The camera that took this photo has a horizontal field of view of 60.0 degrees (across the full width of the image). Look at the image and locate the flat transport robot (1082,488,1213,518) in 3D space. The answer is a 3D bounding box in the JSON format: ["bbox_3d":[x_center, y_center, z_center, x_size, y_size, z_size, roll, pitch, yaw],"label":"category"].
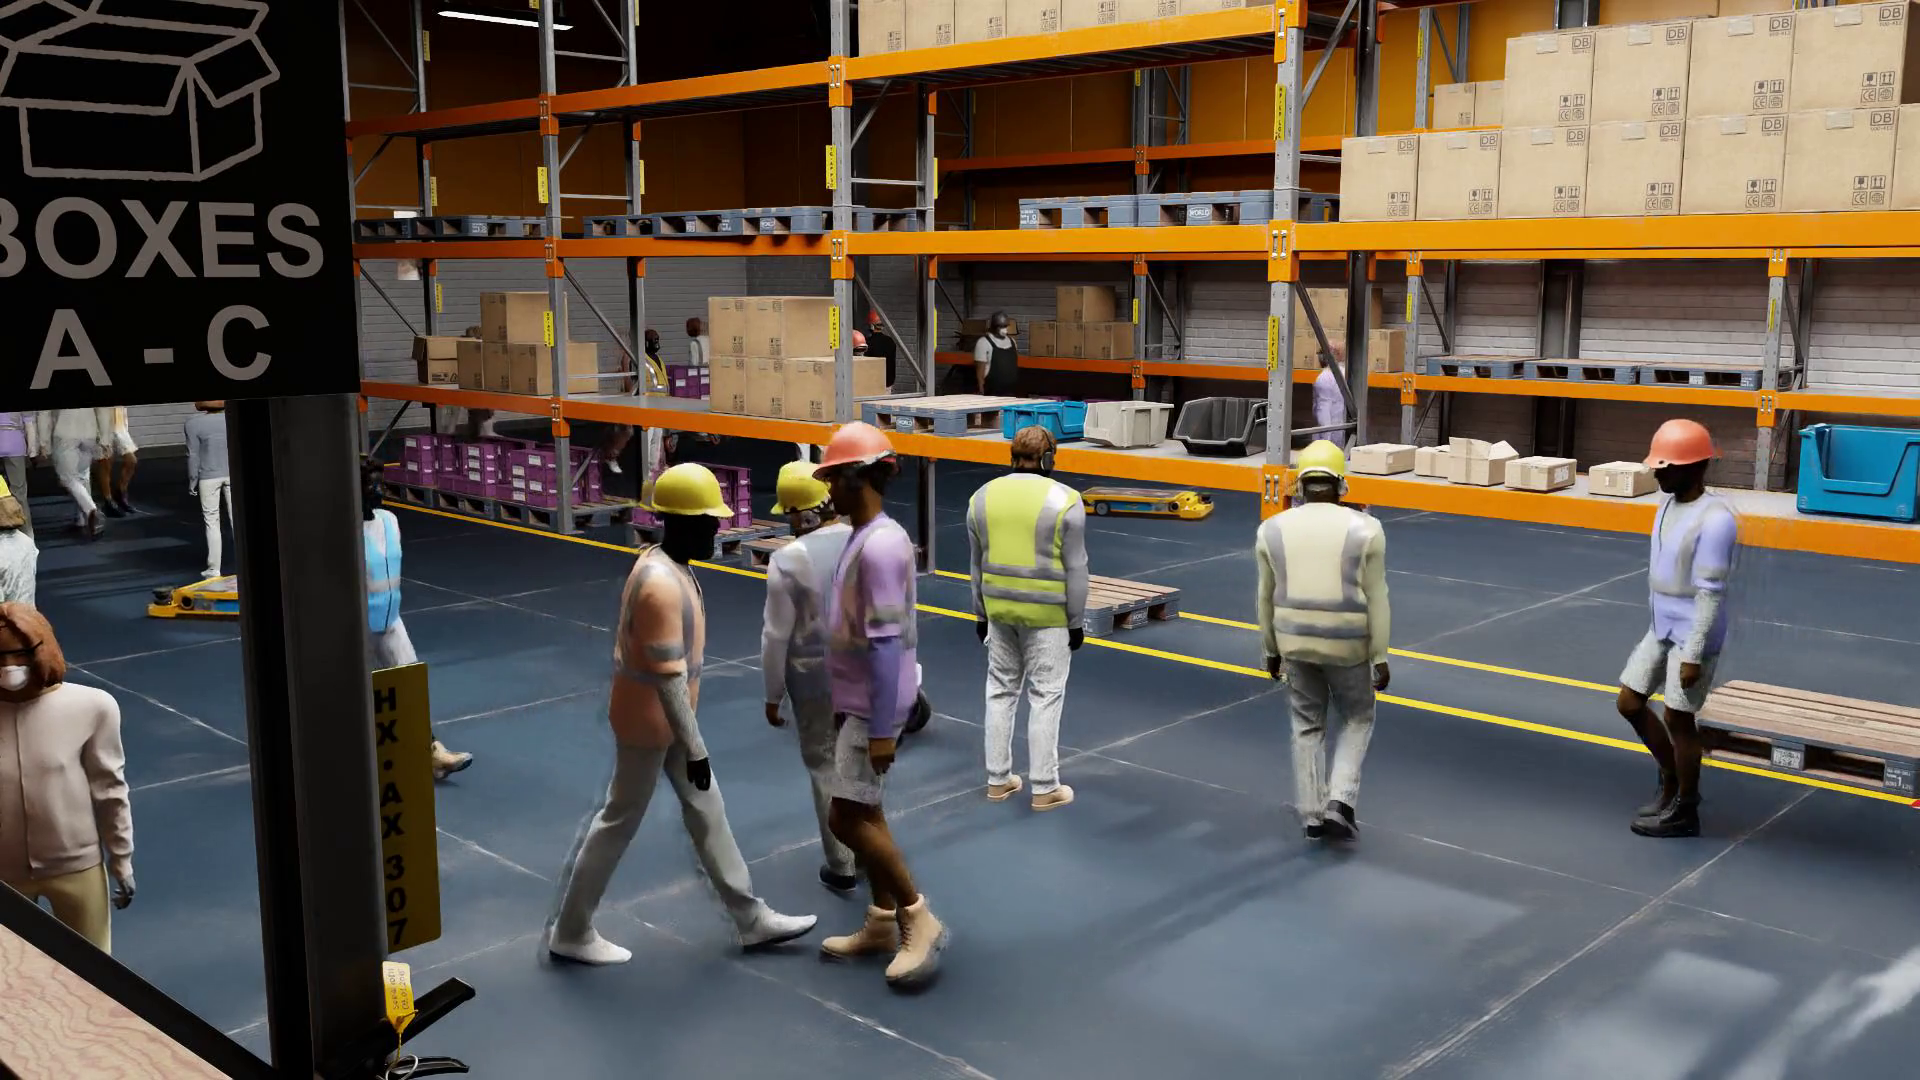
[{"bbox_3d":[1.878,-0.402,17.388,1.431,0.197,0.652,3,10,20],"label":"flat transport robot"}]

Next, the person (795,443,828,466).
[{"bbox_3d":[-1.713,-1.425,18.861,0.624,1.845,0.430,-4,10,-24],"label":"person"}]

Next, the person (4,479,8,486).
[{"bbox_3d":[-11.719,-1.500,19.392,0.962,1.830,0.535,-6,11,-34],"label":"person"}]

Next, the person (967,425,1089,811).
[{"bbox_3d":[0.333,0.367,7.947,0.618,1.830,0.430,6,11,33],"label":"person"}]

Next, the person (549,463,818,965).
[{"bbox_3d":[-1.060,0.651,6.062,1.006,1.865,0.601,0,9,-3],"label":"person"}]

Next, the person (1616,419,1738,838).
[{"bbox_3d":[3.168,0.414,7.358,0.454,1.910,0.577,-1,9,-4],"label":"person"}]

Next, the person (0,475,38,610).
[{"bbox_3d":[-4.078,0.547,7.086,0.313,1.738,0.483,-1,9,-8],"label":"person"}]

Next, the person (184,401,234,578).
[{"bbox_3d":[-6.152,-0.497,13.812,0.506,1.633,0.266,-9,13,-43],"label":"person"}]

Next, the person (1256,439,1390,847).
[{"bbox_3d":[1.611,0.463,7.373,0.609,1.807,0.430,5,10,26],"label":"person"}]

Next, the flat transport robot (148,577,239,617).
[{"bbox_3d":[-5.166,0.423,12.330,1.431,0.197,0.652,1,9,7],"label":"flat transport robot"}]

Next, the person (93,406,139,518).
[{"bbox_3d":[-8.721,-1.161,17.024,0.427,1.909,0.553,4,10,24],"label":"person"}]

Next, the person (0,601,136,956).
[{"bbox_3d":[-2.666,0.973,4.815,0.503,1.627,0.270,-4,10,-24],"label":"person"}]

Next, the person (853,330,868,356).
[{"bbox_3d":[-0.978,-0.959,15.530,0.375,1.995,0.611,7,12,38],"label":"person"}]

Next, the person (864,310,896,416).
[{"bbox_3d":[-1.134,-2.141,22.774,0.611,1.997,0.375,-9,13,-43],"label":"person"}]

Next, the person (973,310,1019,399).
[{"bbox_3d":[0.488,-2.131,22.575,0.691,2.000,0.781,-6,11,-33],"label":"person"}]

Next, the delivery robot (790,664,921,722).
[{"bbox_3d":[-0.583,0.775,9.018,0.707,0.478,0.477,3,10,17],"label":"delivery robot"}]

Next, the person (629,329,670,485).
[{"bbox_3d":[-3.677,-1.585,19.841,0.429,1.843,0.633,3,10,15],"label":"person"}]

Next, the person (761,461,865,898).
[{"bbox_3d":[-0.553,0.560,6.826,0.619,1.795,0.506,-6,11,-33],"label":"person"}]

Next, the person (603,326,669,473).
[{"bbox_3d":[-4.051,-1.737,20.772,0.974,1.868,0.667,5,10,26],"label":"person"}]

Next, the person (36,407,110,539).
[{"bbox_3d":[-8.367,-0.955,15.767,0.844,1.908,0.627,7,12,37],"label":"person"}]

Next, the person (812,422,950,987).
[{"bbox_3d":[-0.274,0.594,6.022,0.457,2.004,0.705,-1,9,-8],"label":"person"}]

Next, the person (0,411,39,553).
[{"bbox_3d":[-8.470,-0.785,14.667,0.587,1.930,0.360,-5,10,-27],"label":"person"}]

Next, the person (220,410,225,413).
[{"bbox_3d":[-7.363,-1.043,17.194,0.569,1.608,0.668,-4,10,-23],"label":"person"}]

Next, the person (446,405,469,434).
[{"bbox_3d":[-7.111,-2.114,23.838,0.532,1.592,0.858,5,10,26],"label":"person"}]

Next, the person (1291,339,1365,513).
[{"bbox_3d":[3.673,-1.076,16.687,0.664,1.857,0.994,-8,13,-42],"label":"person"}]

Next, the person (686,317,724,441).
[{"bbox_3d":[-3.785,-2.355,24.522,0.557,1.856,0.607,4,10,24],"label":"person"}]

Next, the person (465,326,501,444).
[{"bbox_3d":[-5.786,-1.696,20.451,0.714,1.881,0.682,-4,10,-25],"label":"person"}]

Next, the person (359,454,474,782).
[{"bbox_3d":[-2.853,0.408,8.164,0.868,1.646,0.552,4,10,22],"label":"person"}]
